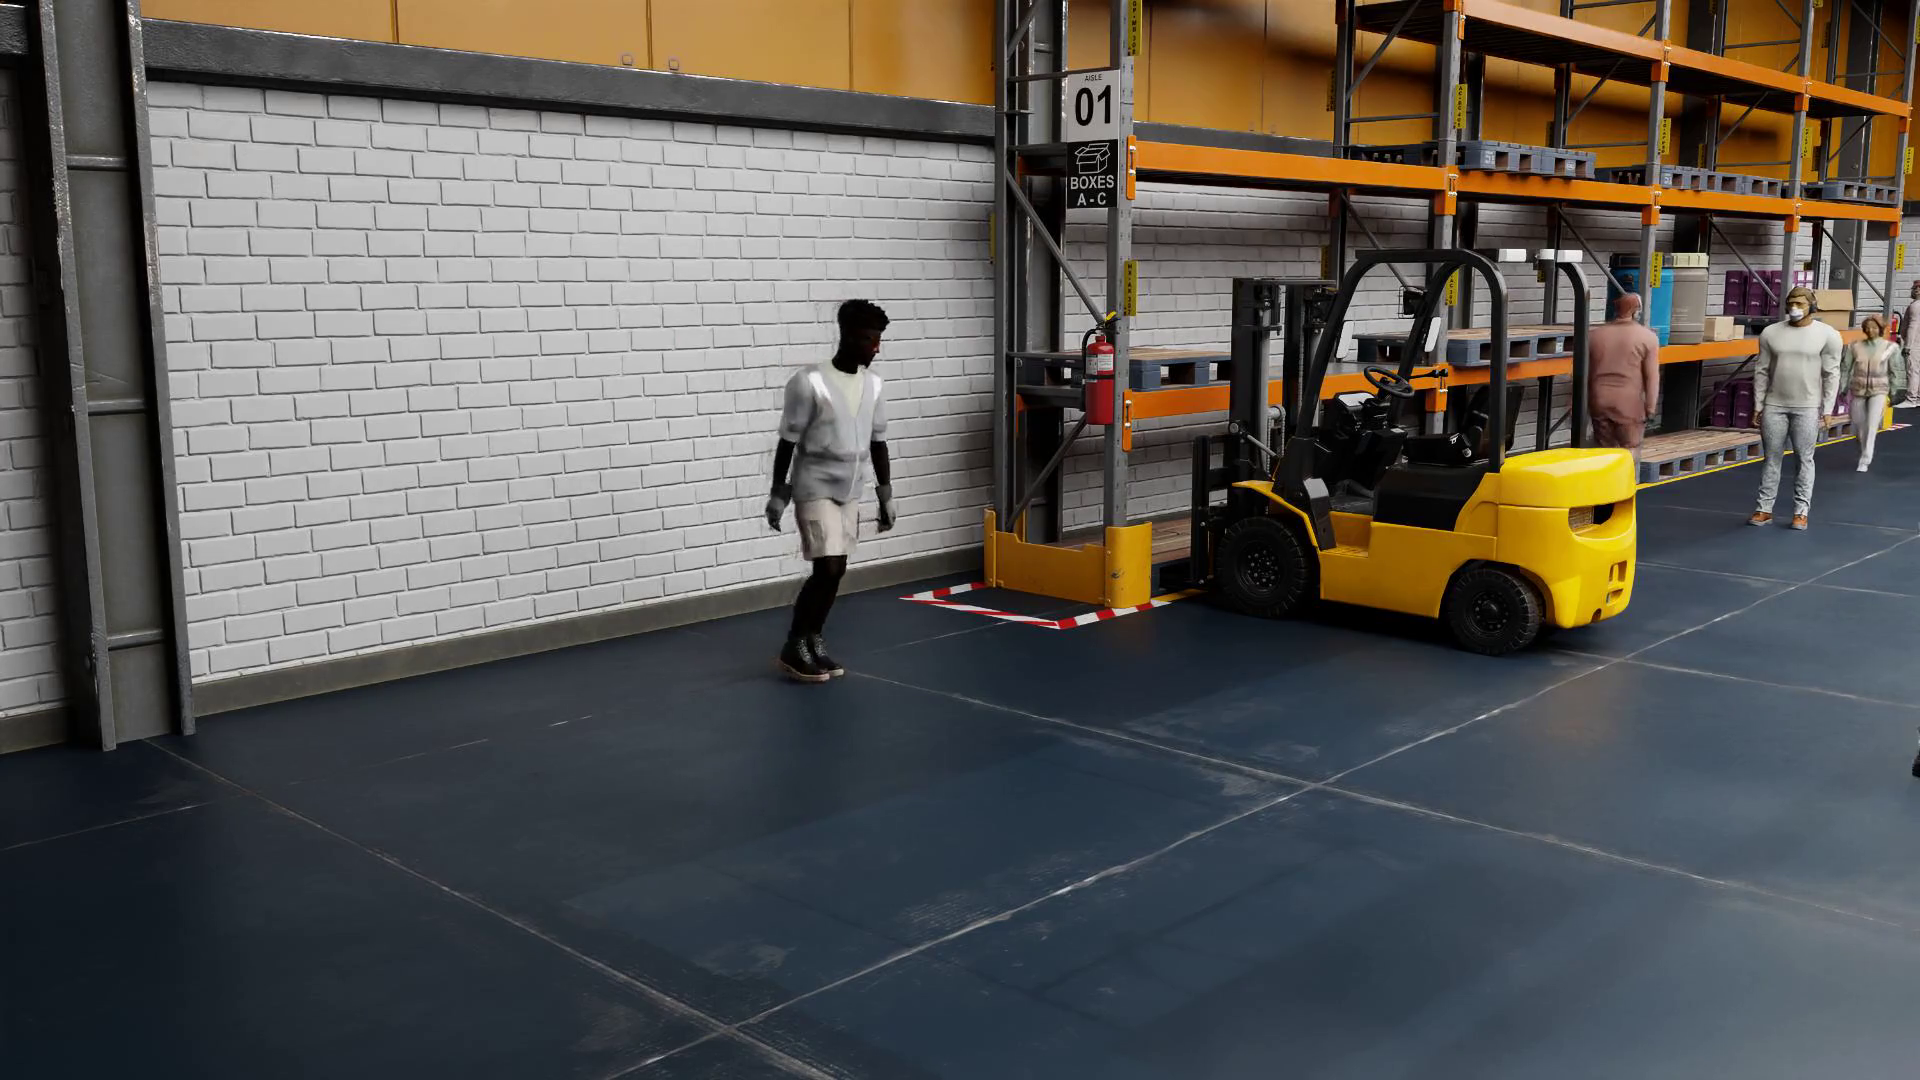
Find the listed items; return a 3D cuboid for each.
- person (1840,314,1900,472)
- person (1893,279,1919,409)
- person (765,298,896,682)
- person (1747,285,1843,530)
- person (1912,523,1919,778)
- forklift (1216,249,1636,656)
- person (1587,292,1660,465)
[{"bbox_3d":[9.392,-1.524,17.177,0.523,1.614,0.722,7,12,38],"label":"person"},{"bbox_3d":[14.203,-2.908,24.739,0.641,1.913,0.408,-7,12,-38],"label":"person"},{"bbox_3d":[-0.635,-0.242,8.345,0.537,1.920,0.642,8,12,39],"label":"person"},{"bbox_3d":[6.652,-1.053,13.280,0.627,1.941,0.374,8,12,42],"label":"person"},{"bbox_3d":[4.162,0.098,6.690,0.591,1.781,0.924,7,12,37],"label":"person"},{"bbox_3d":[2.710,-0.584,9.626,2.313,2.155,1.214,9,13,43],"label":"forklift"},{"bbox_3d":[5.497,-1.133,13.943,0.675,1.884,0.594,8,12,42],"label":"person"}]
